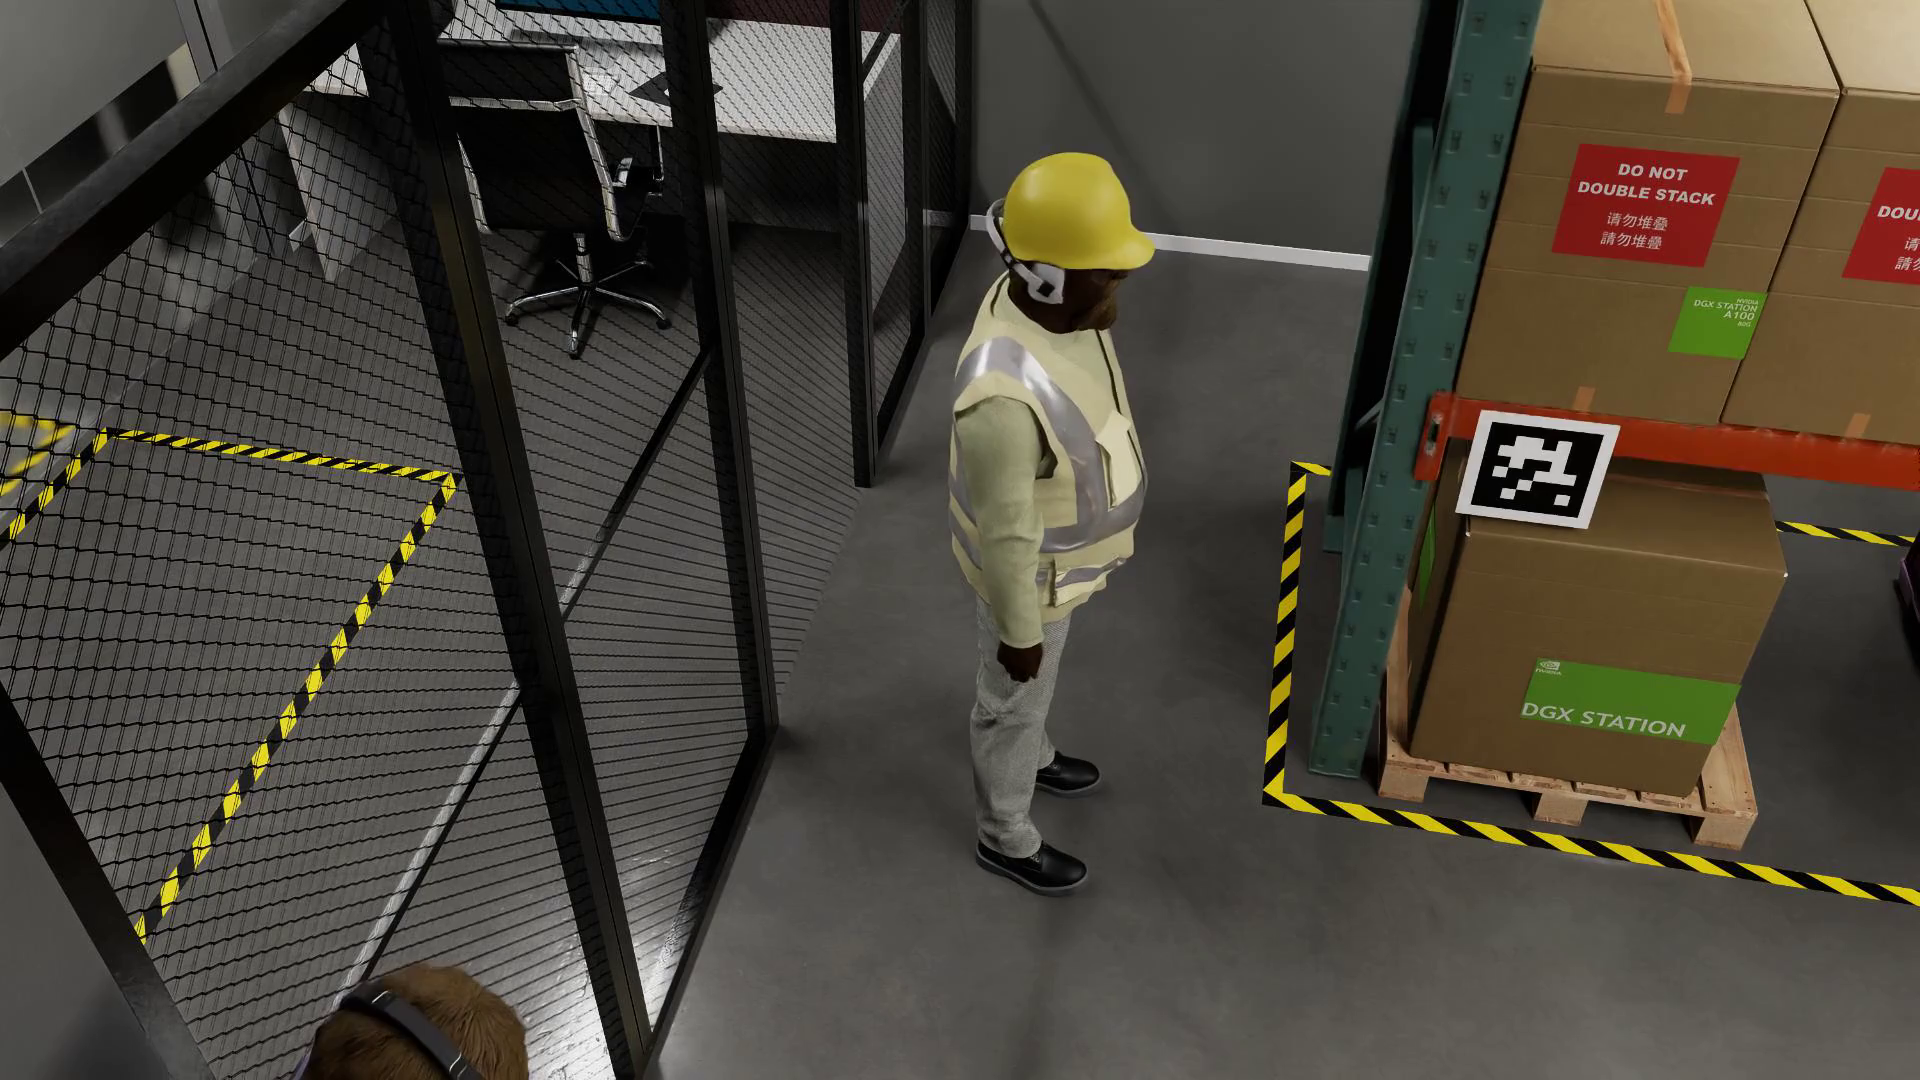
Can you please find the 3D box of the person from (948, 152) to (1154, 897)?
[{"bbox_3d":[0.184,0.012,3.566,0.403,1.830,0.588,8,42,9],"label":"person"}]

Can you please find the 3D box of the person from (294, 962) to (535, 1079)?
[{"bbox_3d":[-0.517,1.155,2.167,0.627,1.940,0.370,19,45,21],"label":"person"}]
